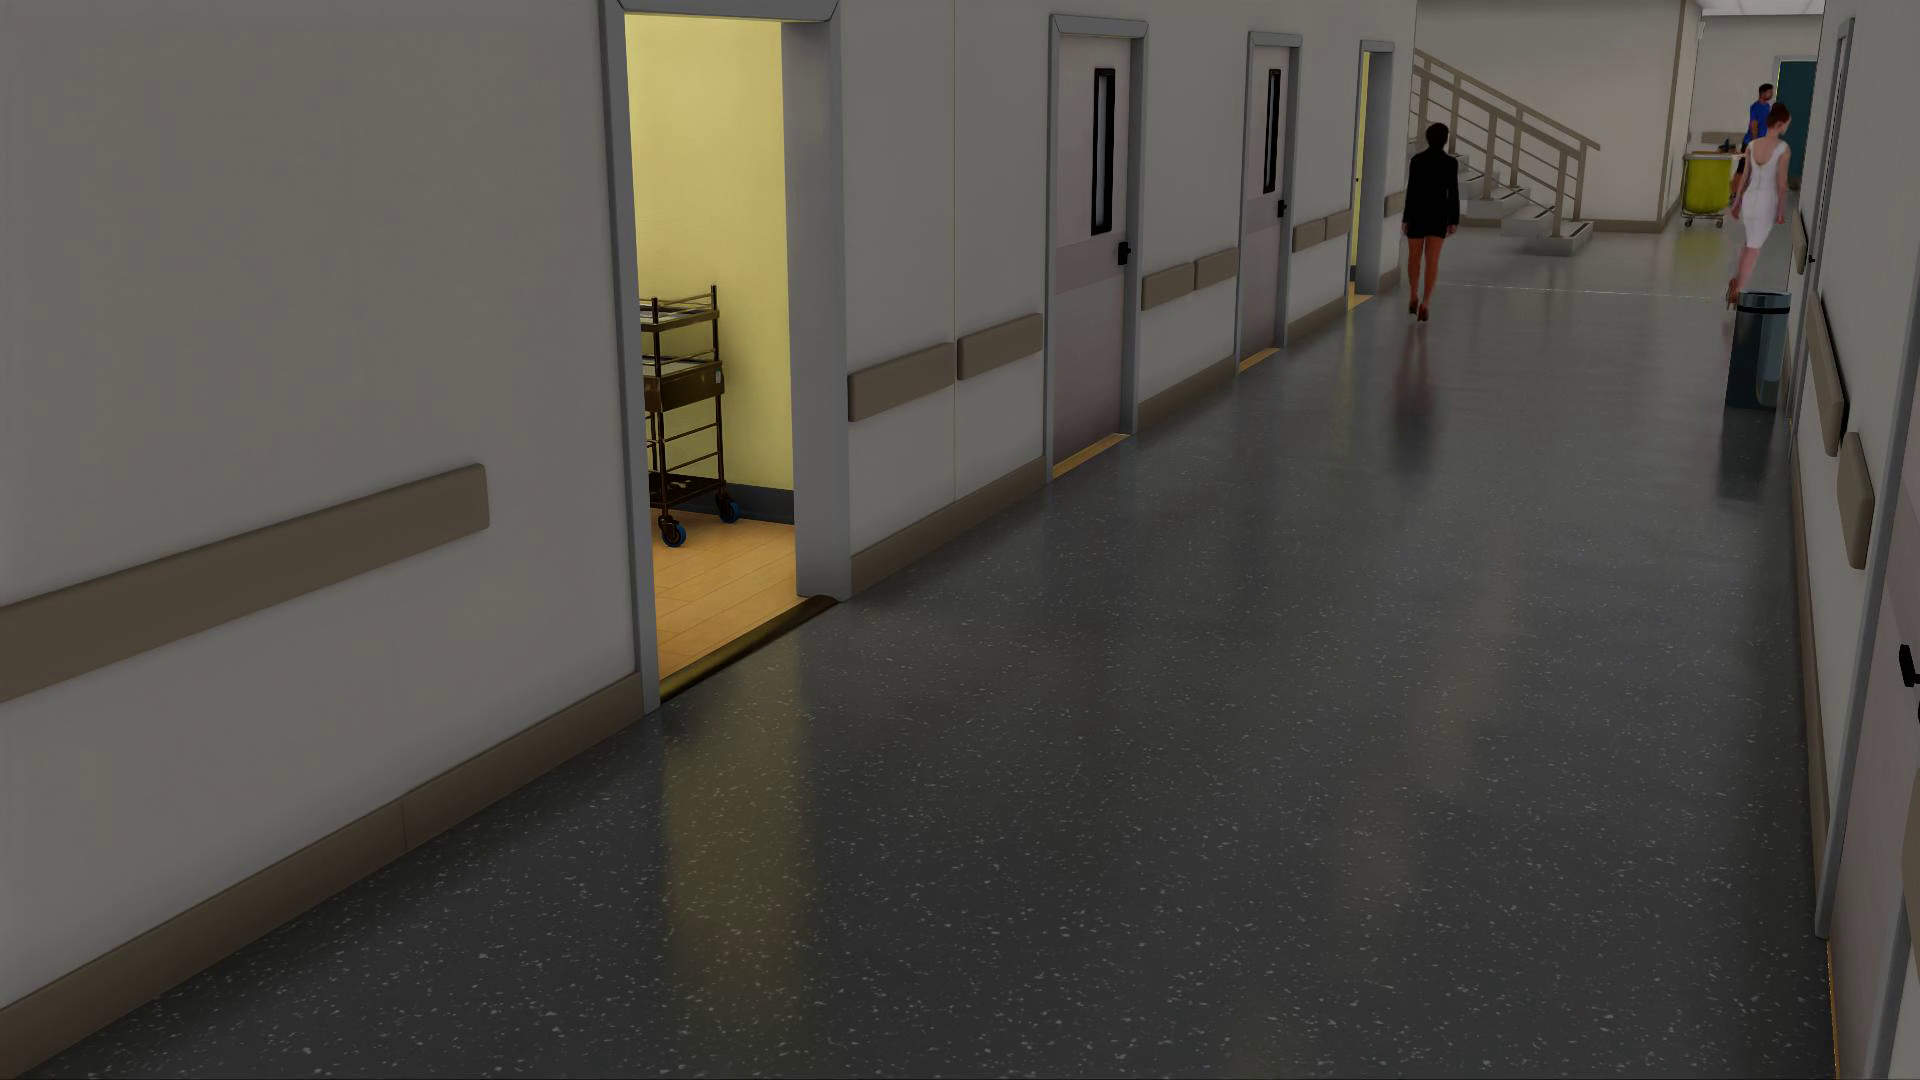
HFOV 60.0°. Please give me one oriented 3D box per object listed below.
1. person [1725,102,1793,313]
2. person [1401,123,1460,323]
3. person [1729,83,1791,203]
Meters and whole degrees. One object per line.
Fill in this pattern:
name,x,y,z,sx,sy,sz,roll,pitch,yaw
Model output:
person,6.771,-2.813,14.223,0.827,1.780,0.755,-10,18,-31
person,3.883,-2.615,13.806,0.675,1.625,0.689,6,17,20
person,12.530,-6.276,26.418,0.989,1.828,1.221,-12,19,-36
